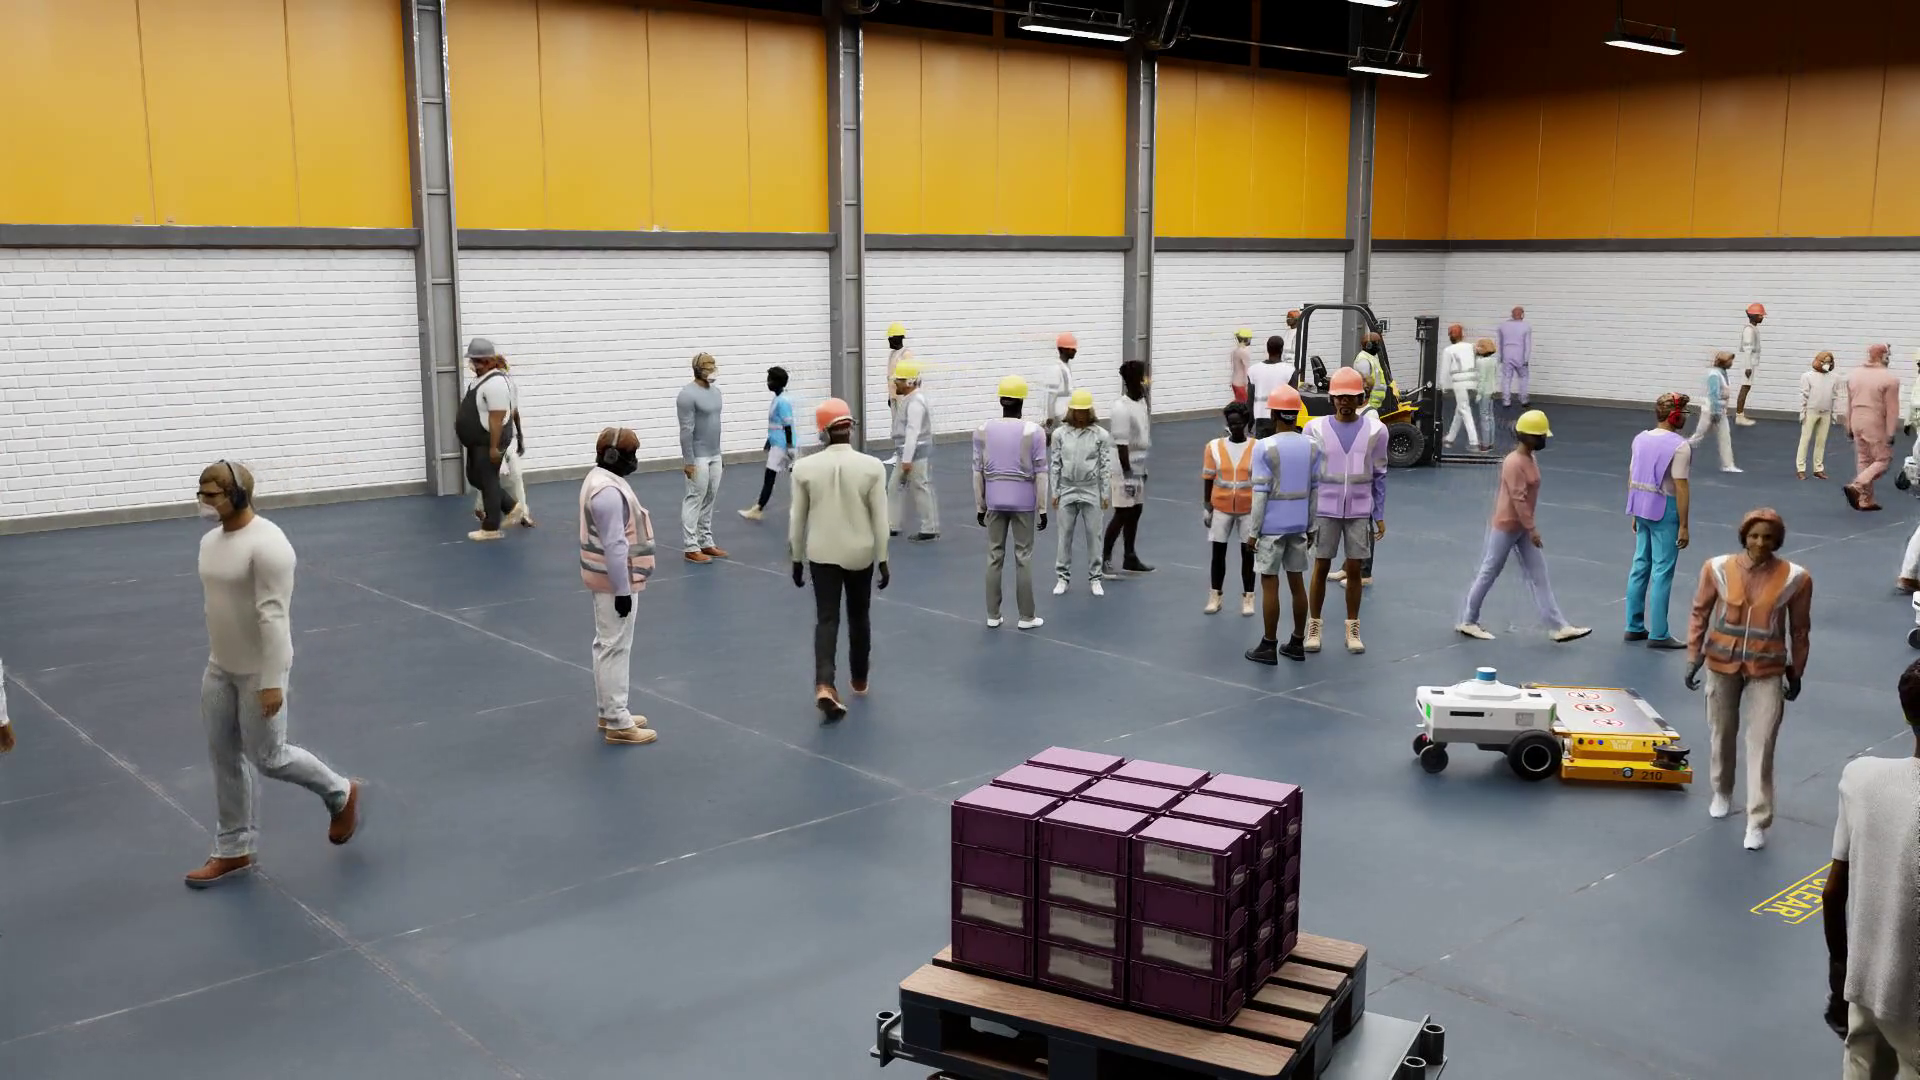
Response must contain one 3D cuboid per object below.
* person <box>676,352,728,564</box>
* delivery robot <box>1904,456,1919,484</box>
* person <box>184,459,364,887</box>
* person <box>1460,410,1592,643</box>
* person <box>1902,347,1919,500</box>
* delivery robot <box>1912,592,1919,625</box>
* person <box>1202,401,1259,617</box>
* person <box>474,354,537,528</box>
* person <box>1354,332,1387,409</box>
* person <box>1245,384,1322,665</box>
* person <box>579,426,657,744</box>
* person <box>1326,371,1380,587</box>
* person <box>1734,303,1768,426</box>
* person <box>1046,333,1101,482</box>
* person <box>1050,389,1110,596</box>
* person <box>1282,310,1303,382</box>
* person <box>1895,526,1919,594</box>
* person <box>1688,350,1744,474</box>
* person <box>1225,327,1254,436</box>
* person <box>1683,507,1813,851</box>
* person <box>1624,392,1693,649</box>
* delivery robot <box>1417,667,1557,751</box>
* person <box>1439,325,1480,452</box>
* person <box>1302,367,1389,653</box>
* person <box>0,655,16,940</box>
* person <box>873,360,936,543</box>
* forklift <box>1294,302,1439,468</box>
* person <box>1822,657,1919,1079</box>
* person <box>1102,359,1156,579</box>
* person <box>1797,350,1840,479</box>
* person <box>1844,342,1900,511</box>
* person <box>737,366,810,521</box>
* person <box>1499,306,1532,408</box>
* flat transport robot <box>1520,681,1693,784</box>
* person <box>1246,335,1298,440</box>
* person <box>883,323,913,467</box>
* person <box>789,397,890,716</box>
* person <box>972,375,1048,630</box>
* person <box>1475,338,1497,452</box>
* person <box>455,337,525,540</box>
[{"bbox_3d":[-2.370,-0.760,15.334,0.354,1.937,0.635,4,10,21],"label":"person"},{"bbox_3d":[11.672,-0.900,19.925,0.707,0.478,0.477,-5,11,-27],"label":"delivery robot"},{"bbox_3d":[-3.177,0.577,7.552,0.635,1.922,0.756,7,12,34],"label":"person"},{"bbox_3d":[4.077,-0.078,12.000,0.939,1.711,0.518,8,13,41],"label":"person"},{"bbox_3d":[11.143,-1.354,19.197,0.516,1.807,0.601,1,10,3],"label":"person"},{"bbox_3d":[7.138,0.500,11.728,0.707,0.478,0.477,2,10,11],"label":"delivery robot"},{"bbox_3d":[2.167,-0.244,13.033,0.546,1.695,0.318,3,10,15],"label":"person"},{"bbox_3d":[-4.817,-1.043,17.362,0.877,1.822,0.616,8,12,38],"label":"person"},{"bbox_3d":[5.261,-1.749,21.402,0.429,1.846,0.626,3,10,19],"label":"person"},{"bbox_3d":[2.214,-0.105,11.500,0.551,1.936,0.356,-5,11,-25],"label":"person"},{"bbox_3d":[-1.986,0.257,9.682,0.429,1.837,0.620,-3,10,-17],"label":"person"},{"bbox_3d":[3.381,-0.517,14.186,0.345,1.846,0.508,-2,10,-10],"label":"person"},{"bbox_3d":[13.158,-2.918,27.661,0.391,2.040,0.615,5,11,27],"label":"person"},{"bbox_3d":[1.294,-1.615,20.560,1.042,1.876,0.549,2,10,13],"label":"person"},{"bbox_3d":[0.993,-0.389,13.773,0.496,1.734,0.360,2,10,9],"label":"person"},{"bbox_3d":[5.740,-3.023,28.749,0.355,1.883,0.575,-4,10,-20],"label":"person"},{"bbox_3d":[8.266,-0.466,13.781,1.016,1.890,0.647,-2,10,-14],"label":"person"},{"bbox_3d":[9.807,-1.683,21.727,0.543,1.601,0.828,-8,13,-40],"label":"person"},{"bbox_3d":[4.233,-2.328,25.018,0.393,1.753,0.550,-2,10,-11],"label":"person"},{"bbox_3d":[3.830,0.639,8.114,0.536,1.617,0.615,6,11,31],"label":"person"},{"bbox_3d":[5.028,-0.143,11.991,0.373,1.843,0.570,-3,10,-15],"label":"person"},{"bbox_3d":[2.879,0.944,9.131,0.707,0.478,0.477,1,10,7],"label":"delivery robot"},{"bbox_3d":[7.245,-2.201,24.124,0.589,1.813,0.989,-4,11,-23],"label":"person"},{"bbox_3d":[2.706,-0.202,11.765,0.615,2.040,0.391,1,10,7],"label":"person"},{"bbox_3d":[-4.187,0.720,6.744,0.570,1.914,0.587,6,11,30],"label":"person"},{"bbox_3d":[-0.581,-0.851,16.244,0.773,1.800,0.626,-1,10,-9],"label":"person"},{"bbox_3d":[5.320,-2.157,22.763,2.313,2.155,1.214,3,10,16],"label":"forklift"},{"bbox_3d":[2.385,1.181,4.171,0.333,1.872,0.515,-3,10,-15],"label":"person"},{"bbox_3d":[1.461,-0.620,14.575,0.420,1.935,0.703,4,10,21],"label":"person"},{"bbox_3d":[10.837,-1.577,21.008,0.497,1.633,0.288,-1,10,-3],"label":"person"},{"bbox_3d":[9.971,-1.229,18.224,0.625,1.886,0.656,-3,10,-19],"label":"person"},{"bbox_3d":[-1.905,-1.020,17.693,0.889,1.650,0.535,-1,10,-6],"label":"person"},{"bbox_3d":[10.377,-3.399,30.969,0.653,1.880,0.799,8,12,38],"label":"person"},{"bbox_3d":[3.640,1.072,9.485,0.652,0.197,1.431,1,10,8],"label":"flat transport robot"},{"bbox_3d":[3.553,-1.367,18.955,0.596,1.914,0.373,5,11,28],"label":"person"},{"bbox_3d":[-0.828,-1.944,22.298,0.373,1.925,0.595,-5,11,-26],"label":"person"},{"bbox_3d":[-0.756,0.099,10.324,0.628,1.952,0.963,0,10,0],"label":"person"},{"bbox_3d":[0.386,-0.278,12.547,0.587,1.927,0.367,3,10,19],"label":"person"},{"bbox_3d":[7.566,-2.084,23.975,0.269,1.632,0.505,8,12,38],"label":"person"},{"bbox_3d":[-4.700,-1.013,16.517,0.586,2.000,0.711,-5,11,-25],"label":"person"}]
